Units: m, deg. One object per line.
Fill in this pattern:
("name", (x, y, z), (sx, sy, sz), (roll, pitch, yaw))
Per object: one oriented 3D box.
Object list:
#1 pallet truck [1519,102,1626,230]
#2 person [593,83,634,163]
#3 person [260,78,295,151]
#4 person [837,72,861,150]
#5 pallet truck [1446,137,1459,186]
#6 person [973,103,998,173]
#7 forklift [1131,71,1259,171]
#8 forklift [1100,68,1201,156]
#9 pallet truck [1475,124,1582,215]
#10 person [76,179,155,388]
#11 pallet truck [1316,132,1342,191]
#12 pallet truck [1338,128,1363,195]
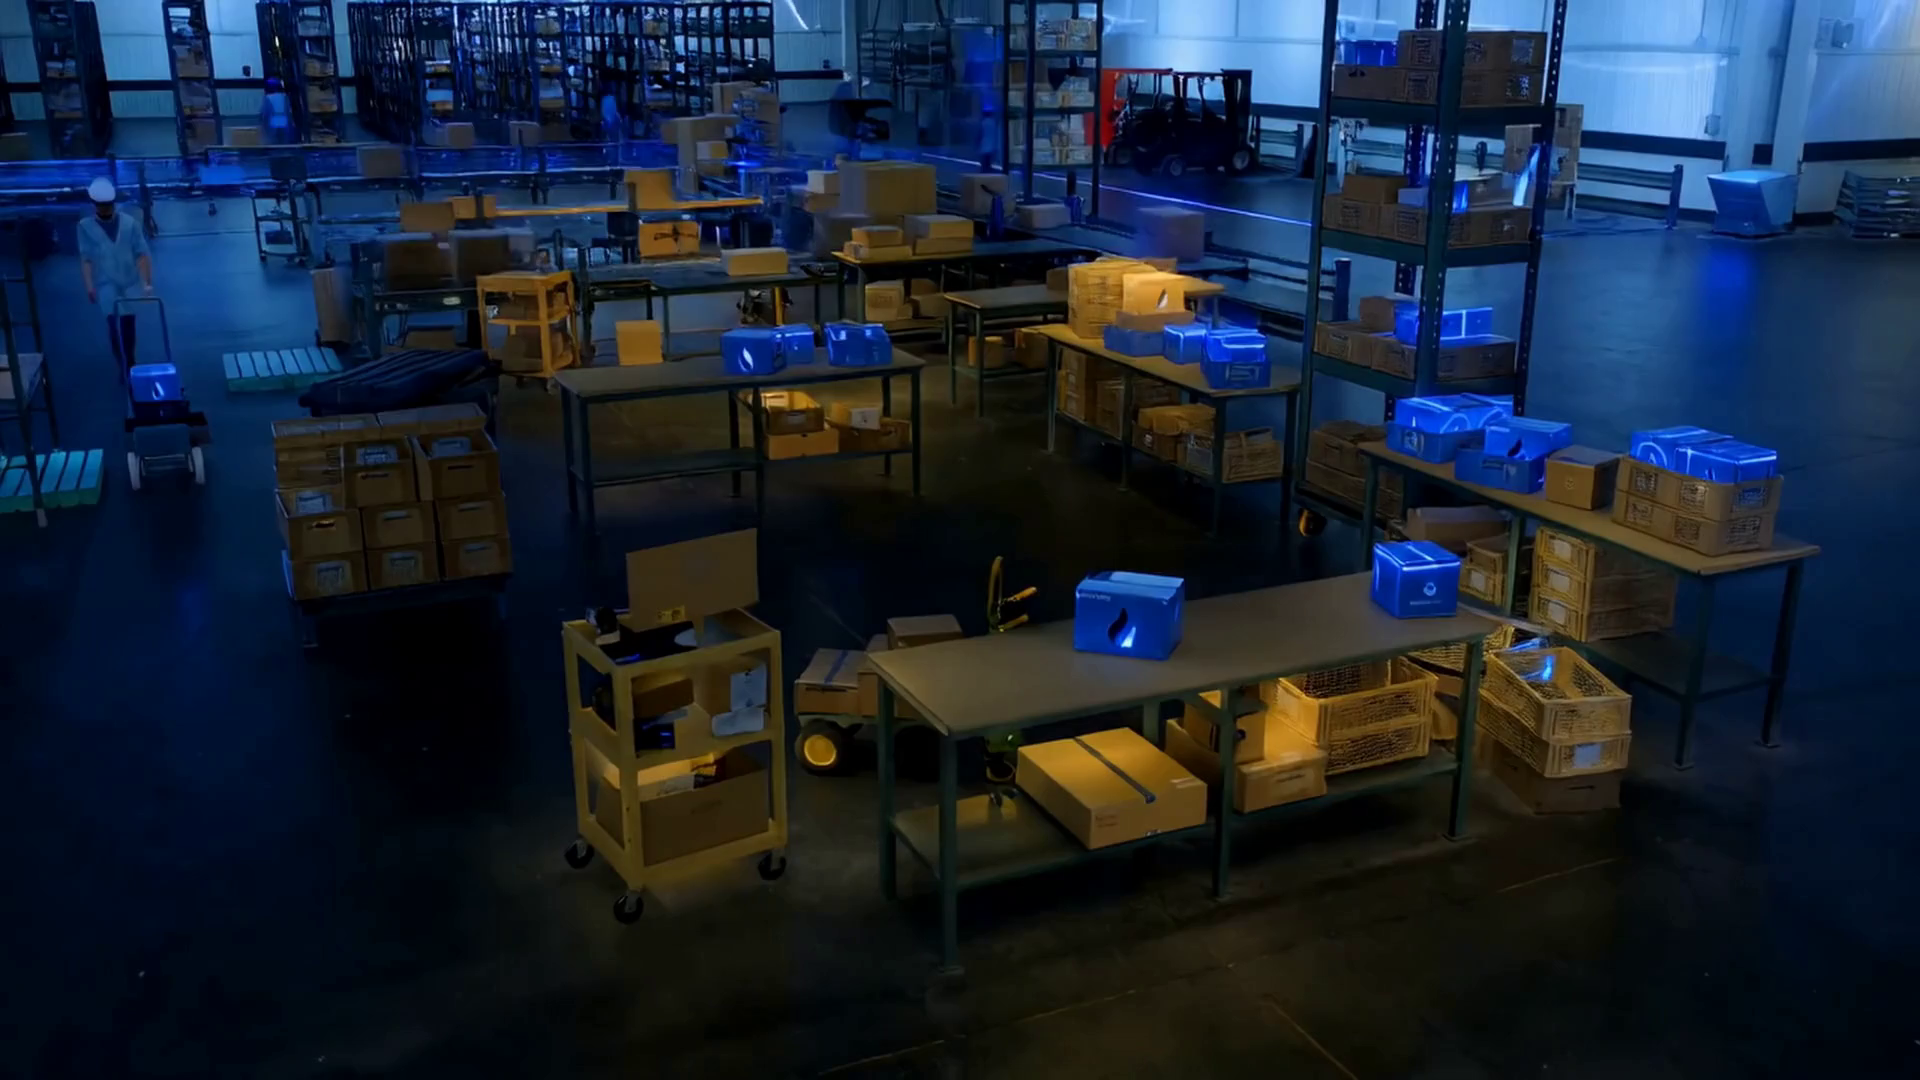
("pallet truck", (9.972, -6.037, 26.785), (1.885, 1.965, 0.823), (-9, 20, -25))
("person", (-8.024, -9.608, 38.343), (0.903, 1.815, 0.576), (-10, 20, -29))
("person", (-14.860, -8.980, 36.062), (0.859, 1.991, 0.702), (17, 24, 42))
("person", (-2.814, -10.911, 42.284), (0.649, 1.922, 1.016), (2, 18, 7))
("pallet truck", (9.184, -6.485, 29.328), (1.630, 1.274, 0.653), (-8, 19, -23))
("person", (0.566, -7.285, 31.141), (0.831, 1.738, 0.522), (12, 21, 34))
("forklift", (4.998, -8.936, 35.413), (2.680, 1.987, 1.157), (-9, 20, -25))
("forklift", (4.082, -9.564, 37.410), (2.680, 1.987, 1.157), (-8, 19, -23))
("pallet truck", (9.707, -6.455, 28.103), (1.885, 1.965, 0.823), (-7, 19, -20))
("person", (-7.775, -2.368, 15.411), (0.551, 1.889, 0.954), (-14, 22, -38))
("pallet truck", (7.723, -7.504, 32.656), (1.601, 1.201, 0.680), (-8, 19, -23))
("pallet truck", (7.845, -7.140, 31.411), (1.522, 1.261, 0.704), (-9, 20, -25))
